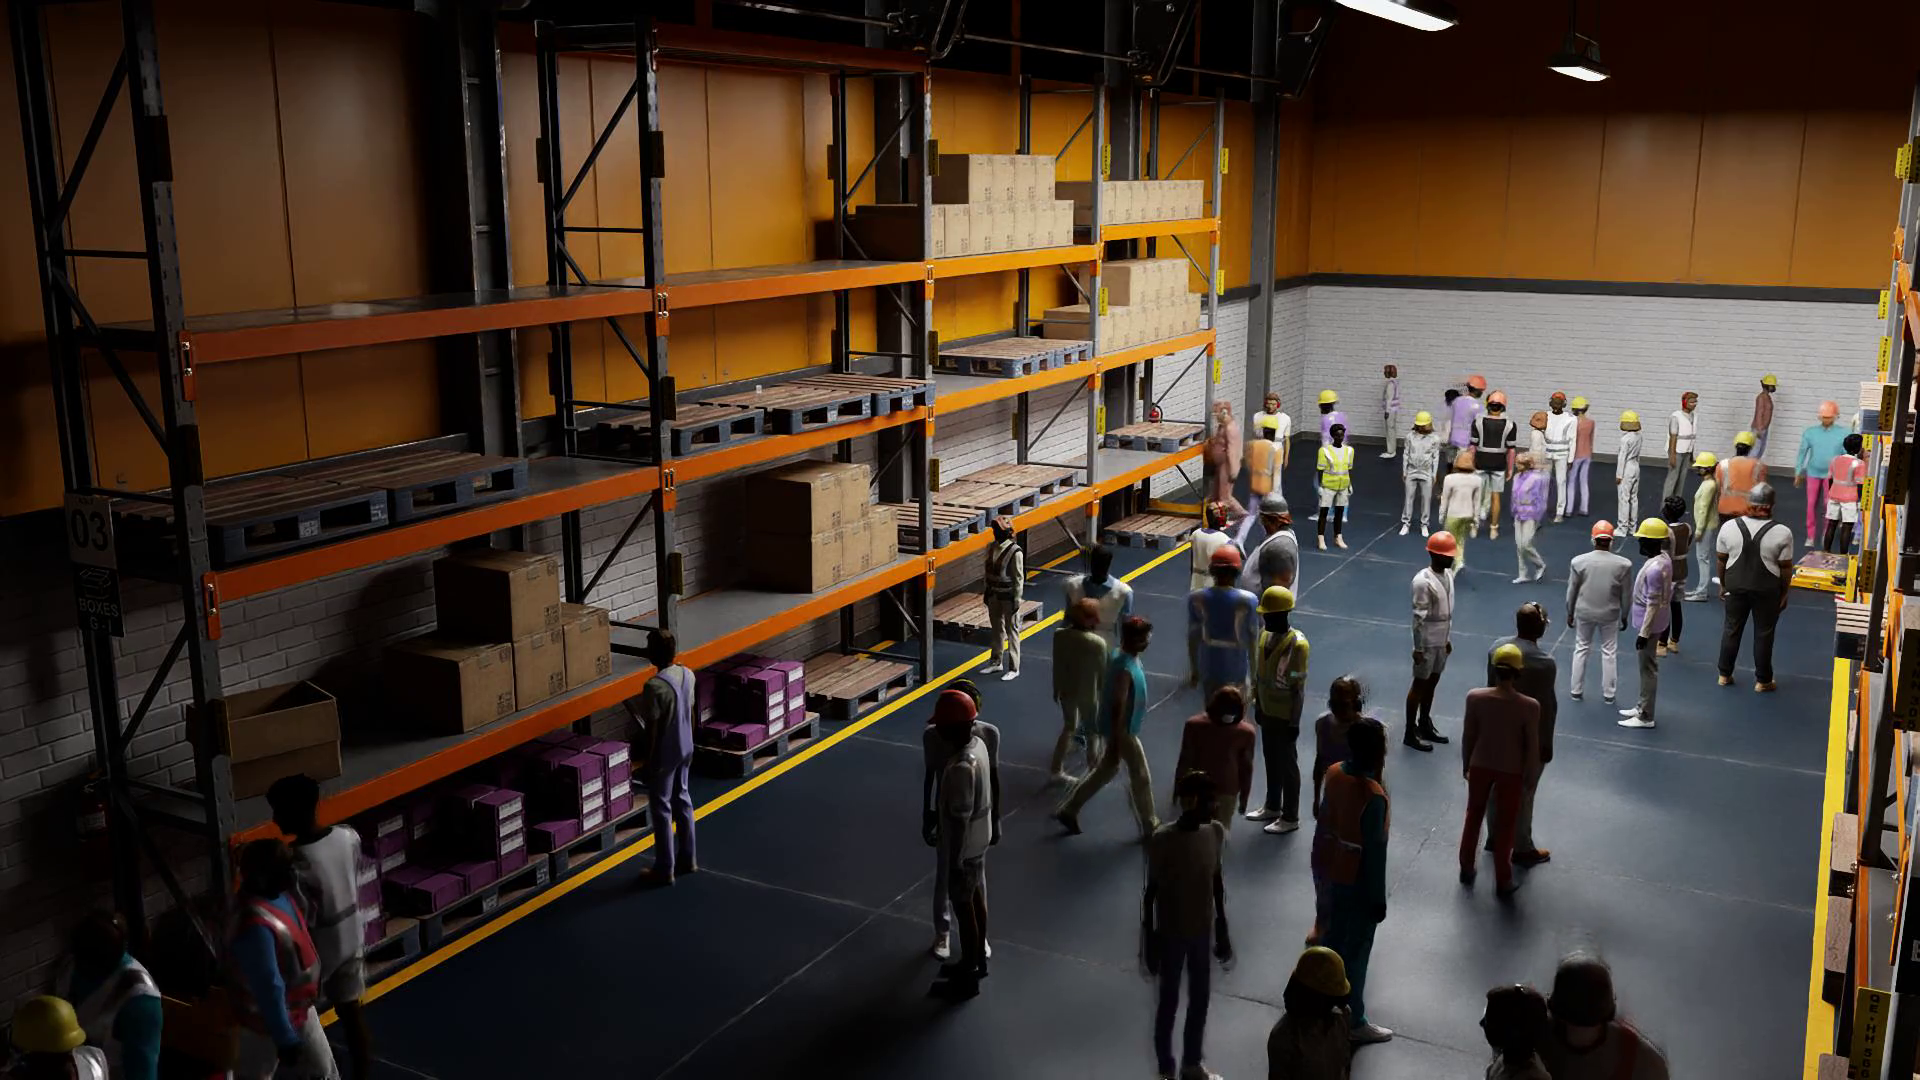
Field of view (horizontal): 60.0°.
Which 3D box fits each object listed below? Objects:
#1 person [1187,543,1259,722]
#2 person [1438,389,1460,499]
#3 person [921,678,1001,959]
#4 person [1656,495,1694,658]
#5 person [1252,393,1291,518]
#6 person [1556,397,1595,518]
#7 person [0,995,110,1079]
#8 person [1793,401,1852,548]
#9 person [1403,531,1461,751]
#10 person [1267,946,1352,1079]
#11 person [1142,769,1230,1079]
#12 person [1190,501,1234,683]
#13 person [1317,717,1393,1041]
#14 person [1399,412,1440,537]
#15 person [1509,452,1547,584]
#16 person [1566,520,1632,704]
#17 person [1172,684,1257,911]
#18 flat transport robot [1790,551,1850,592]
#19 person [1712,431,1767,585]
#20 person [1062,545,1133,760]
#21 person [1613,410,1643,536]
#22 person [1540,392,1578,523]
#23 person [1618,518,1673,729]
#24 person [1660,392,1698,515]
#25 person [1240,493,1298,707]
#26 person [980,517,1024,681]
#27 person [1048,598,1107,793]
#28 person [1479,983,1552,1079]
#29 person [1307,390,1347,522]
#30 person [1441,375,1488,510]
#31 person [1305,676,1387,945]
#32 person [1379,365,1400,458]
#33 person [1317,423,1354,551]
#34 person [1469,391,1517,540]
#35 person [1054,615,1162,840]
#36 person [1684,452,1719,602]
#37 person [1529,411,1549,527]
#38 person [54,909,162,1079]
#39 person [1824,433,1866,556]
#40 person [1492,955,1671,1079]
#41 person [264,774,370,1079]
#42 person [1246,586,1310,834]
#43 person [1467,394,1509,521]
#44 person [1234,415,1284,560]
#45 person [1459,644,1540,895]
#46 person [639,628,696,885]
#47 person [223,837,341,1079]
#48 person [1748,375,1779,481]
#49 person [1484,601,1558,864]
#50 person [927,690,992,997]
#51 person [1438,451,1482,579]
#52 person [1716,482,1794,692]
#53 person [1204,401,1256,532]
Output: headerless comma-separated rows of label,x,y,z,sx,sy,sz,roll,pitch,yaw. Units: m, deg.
person,2.139,1.035,13.523,0.643,2.020,0.539,6,14,27
person,7.525,-1.462,25.440,0.322,1.692,0.530,7,14,29
person,0.008,1.768,10.607,0.512,1.862,0.323,-1,13,-2
person,7.332,0.375,17.204,0.531,1.698,0.320,-9,15,-35
person,4.481,-1.210,23.996,0.560,1.836,0.394,7,14,27
person,8.951,-1.199,24.124,0.533,1.762,0.344,-6,14,-26
person,-3.597,2.665,6.666,0.403,1.825,0.592,6,14,24
person,11.444,-0.862,22.113,0.652,1.972,0.517,9,15,34
person,4.133,0.865,14.469,0.550,1.935,0.376,-12,17,-43
person,1.533,2.574,7.282,0.484,1.737,0.340,-10,16,-38
person,1.214,2.133,9.001,0.566,1.850,0.345,-6,14,-25
person,2.449,0.531,16.171,0.389,1.846,0.567,-8,15,-33
person,2.292,1.951,9.646,0.387,1.921,0.594,-3,13,-14
person,6.320,-0.907,22.862,0.483,1.735,0.311,5,13,20
person,6.888,-0.263,20.215,0.391,1.620,0.542,-5,13,-20
person,6.043,0.675,15.767,0.575,1.740,0.352,5,14,22
person,1.742,1.709,11.412,0.554,1.608,0.545,3,13,13
flat transport robot,10.674,0.375,20.426,0.652,0.197,1.431,9,16,36
person,9.379,-0.377,20.129,0.583,1.898,0.421,2,13,10
person,1.148,0.956,14.171,0.654,1.907,0.385,6,14,25
person,9.181,-0.921,22.925,0.485,1.737,0.322,-11,16,-40
person,8.513,-1.192,23.816,0.575,1.880,0.351,9,15,35
person,6.204,0.747,15.019,0.369,1.927,0.588,6,14,24
person,10.468,-1.254,24.195,0.562,1.836,0.392,-9,15,-34
person,2.895,0.553,15.632,0.535,2.000,0.688,2,13,11
person,0.425,0.569,16.467,0.306,1.640,0.522,-11,16,-40
person,0.988,1.251,13.483,0.524,1.607,0.340,10,16,37
person,2.196,2.644,6.711,0.333,1.844,0.514,2,13,9
person,5.287,-1.188,23.779,0.597,1.892,0.615,9,15,34
person,7.560,-1.449,24.681,0.859,1.998,0.643,-5,14,-23
person,2.488,1.756,10.740,0.543,1.814,0.652,9,15,35
person,7.531,-2.252,29.126,0.319,1.630,0.511,4,13,17
person,4.970,-0.707,22.054,0.533,1.697,0.318,-4,13,-16
person,7.242,-1.012,22.673,0.613,2.031,0.403,4,13,17
person,1.177,1.401,12.392,0.914,1.803,0.627,1,13,4
person,8.670,-0.153,19.431,0.340,1.761,0.525,7,14,27
person,8.166,-1.012,23.558,0.278,1.633,0.499,3,13,15
person,-3.830,2.489,7.481,0.711,1.815,0.573,10,16,36
person,11.285,-0.516,21.197,0.318,1.695,0.539,-4,13,-18
person,2.519,2.522,6.818,0.687,2.000,1.010,5,13,19
person,-3.385,2.132,8.788,0.561,1.939,0.709,5,13,21
person,2.414,1.280,12.669,0.392,1.919,0.581,-6,14,-24
person,7.631,-1.221,24.099,0.528,1.822,0.951,8,15,33
person,3.862,-0.665,21.454,0.574,1.887,0.871,11,16,40
person,3.765,1.589,11.650,0.524,1.758,0.376,9,16,36
person,-2.063,1.521,11.778,0.350,1.835,0.519,7,14,27
person,-3.414,2.329,8.250,0.971,1.796,0.643,-3,13,-12
person,12.916,-1.784,26.745,0.343,1.758,0.527,11,16,40
person,4.093,1.391,12.117,0.367,1.938,0.634,-6,14,-24
person,-0.003,1.838,10.143,0.386,1.929,0.543,2,13,9
person,6.122,-0.288,20.351,0.515,1.605,0.443,-2,13,-11
person,7.708,0.441,16.132,0.683,2.000,0.538,10,16,39
person,3.650,-0.951,22.727,0.850,1.882,0.732,1,13,4
